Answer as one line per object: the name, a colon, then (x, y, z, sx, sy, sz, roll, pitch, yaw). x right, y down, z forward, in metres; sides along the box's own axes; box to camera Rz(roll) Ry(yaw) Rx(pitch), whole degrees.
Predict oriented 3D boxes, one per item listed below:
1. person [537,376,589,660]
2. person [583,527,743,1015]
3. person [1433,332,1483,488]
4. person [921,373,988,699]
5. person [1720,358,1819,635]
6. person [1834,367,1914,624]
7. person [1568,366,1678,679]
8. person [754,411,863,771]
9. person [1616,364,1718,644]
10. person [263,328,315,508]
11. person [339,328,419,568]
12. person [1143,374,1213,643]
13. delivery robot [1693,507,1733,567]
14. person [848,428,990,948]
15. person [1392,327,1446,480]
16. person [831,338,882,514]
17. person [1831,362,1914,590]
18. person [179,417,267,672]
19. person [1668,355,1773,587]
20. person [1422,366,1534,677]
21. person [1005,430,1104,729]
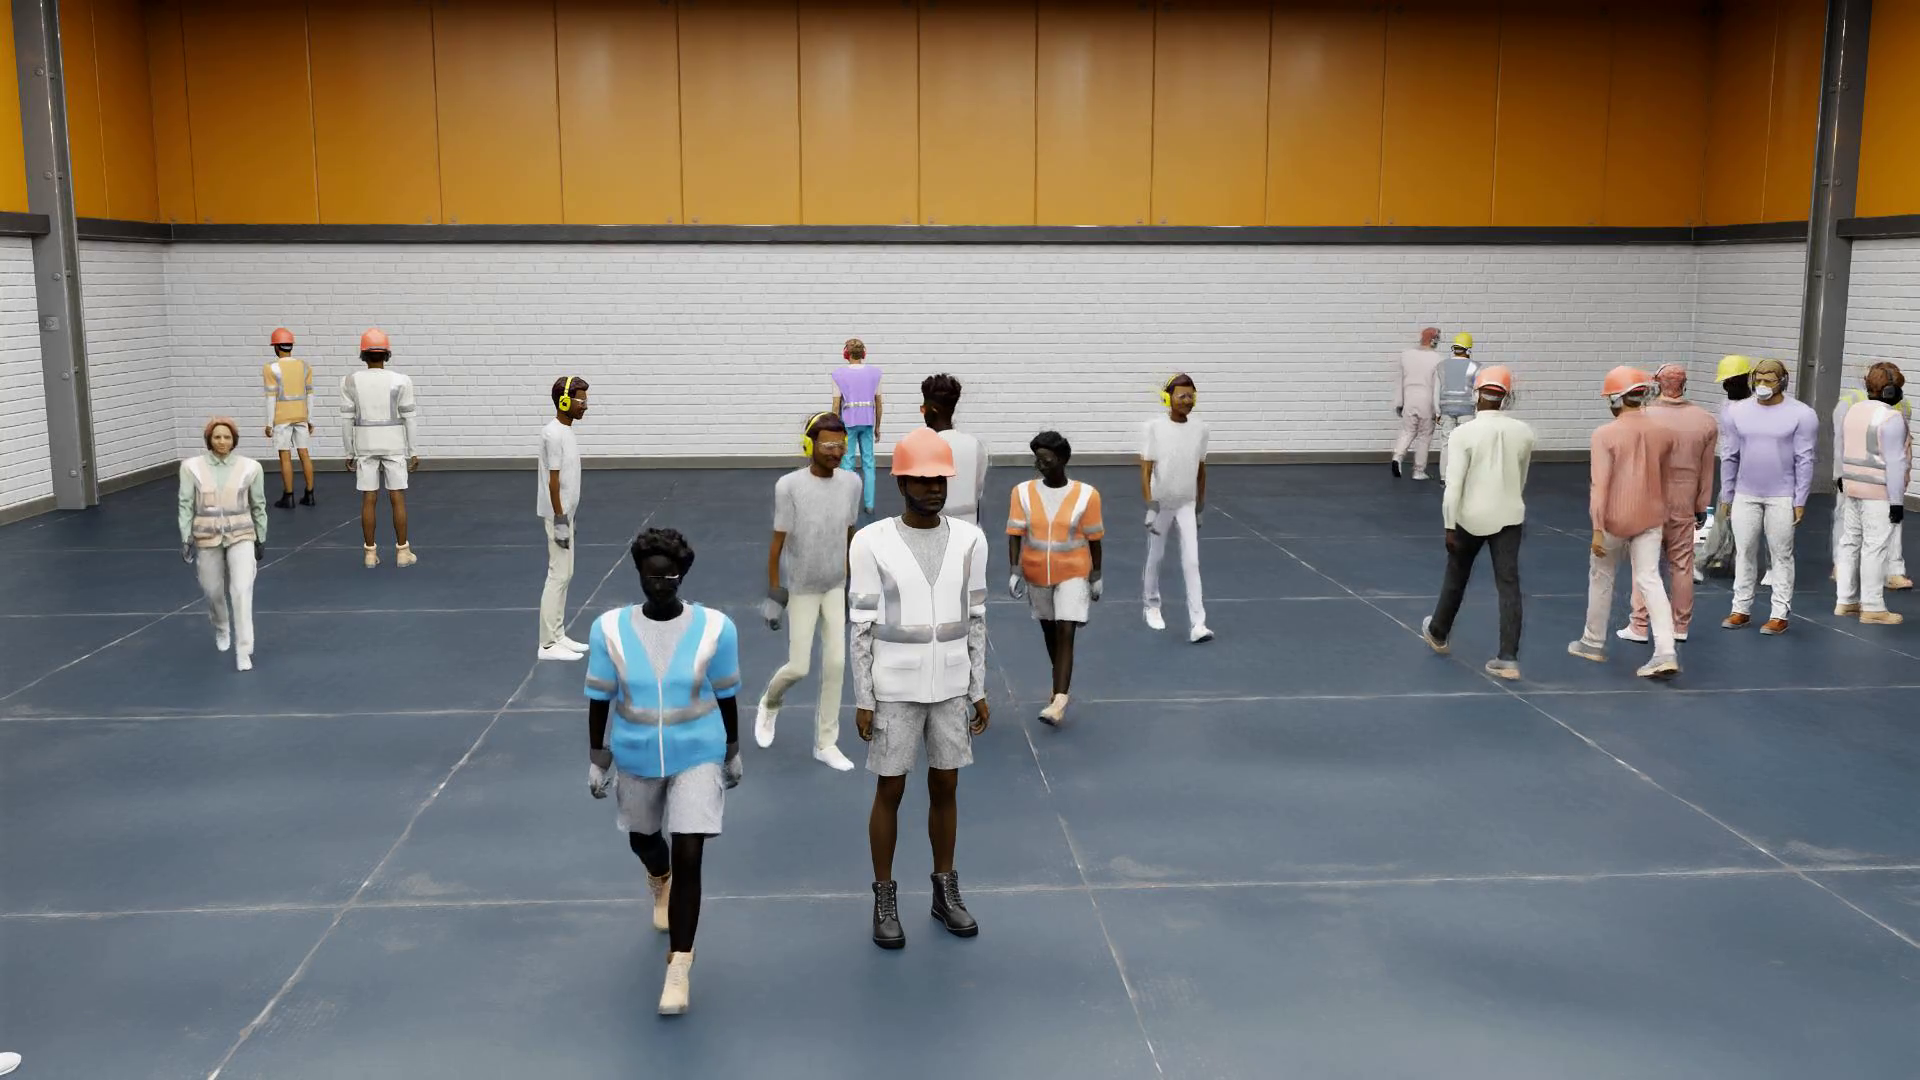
person: (-2.581, -0.142, 10.862, 0.370, 1.853, 0.490, 0, 9, -2)
person: (-1.041, 0.743, 5.909, 0.538, 1.662, 0.858, 0, 9, -1)
person: (5.851, -1.512, 19.500, 0.591, 1.833, 0.404, 7, 11, 36)
person: (-0.077, 0.031, 9.427, 0.601, 1.949, 0.554, -8, 12, -42)
person: (5.623, -0.301, 11.622, 0.383, 1.932, 0.622, -9, 13, -44)
person: (6.613, -0.323, 12.013, 0.429, 1.842, 0.635, -1, 9, -6)
person: (4.232, -0.119, 10.442, 0.619, 1.942, 1.019, -2, 9, -11)
person: (-0.786, 0.245, 8.495, 0.531, 1.839, 0.650, -7, 11, -36)
person: (4.768, -0.243, 11.310, 0.654, 1.904, 0.407, -1, 9, -4)
person: (-7.235, -1.309, 17.908, 0.378, 1.932, 0.551, 7, 12, 38)
person: (-4.950, -0.778, 14.221, 0.615, 2.047, 0.357, -2, 9, -10)
person: (1.487, -0.225, 11.457, 0.496, 1.823, 0.994, -1, 9, -8)
delivery robot: (6.245, -0.034, 13.929, 0.477, 0.478, 0.707, 3, 10, 16)
person: (-0.139, 0.550, 6.229, 0.545, 1.938, 0.361, -4, 10, -21)
person: (5.580, -1.635, 20.147, 0.664, 1.885, 0.561, 9, 13, 44)
person: (-1.076, -1.170, 17.334, 0.598, 1.842, 0.396, -4, 10, -25)
person: (7.289, -0.500, 13.248, 0.649, 1.810, 0.858, 0, 9, 2)
person: (-4.739, -0.005, 10.735, 0.511, 1.606, 0.770, -3, 10, -19)
person: (6.219, -0.538, 13.302, 1.024, 1.850, 0.577, -4, 10, -23)
person: (3.325, -0.139, 10.603, 0.614, 1.918, 1.094, -1, 9, -9)
person: (0.528, 0.199, 9.344, 0.534, 1.632, 0.935, 3, 9, 17)
